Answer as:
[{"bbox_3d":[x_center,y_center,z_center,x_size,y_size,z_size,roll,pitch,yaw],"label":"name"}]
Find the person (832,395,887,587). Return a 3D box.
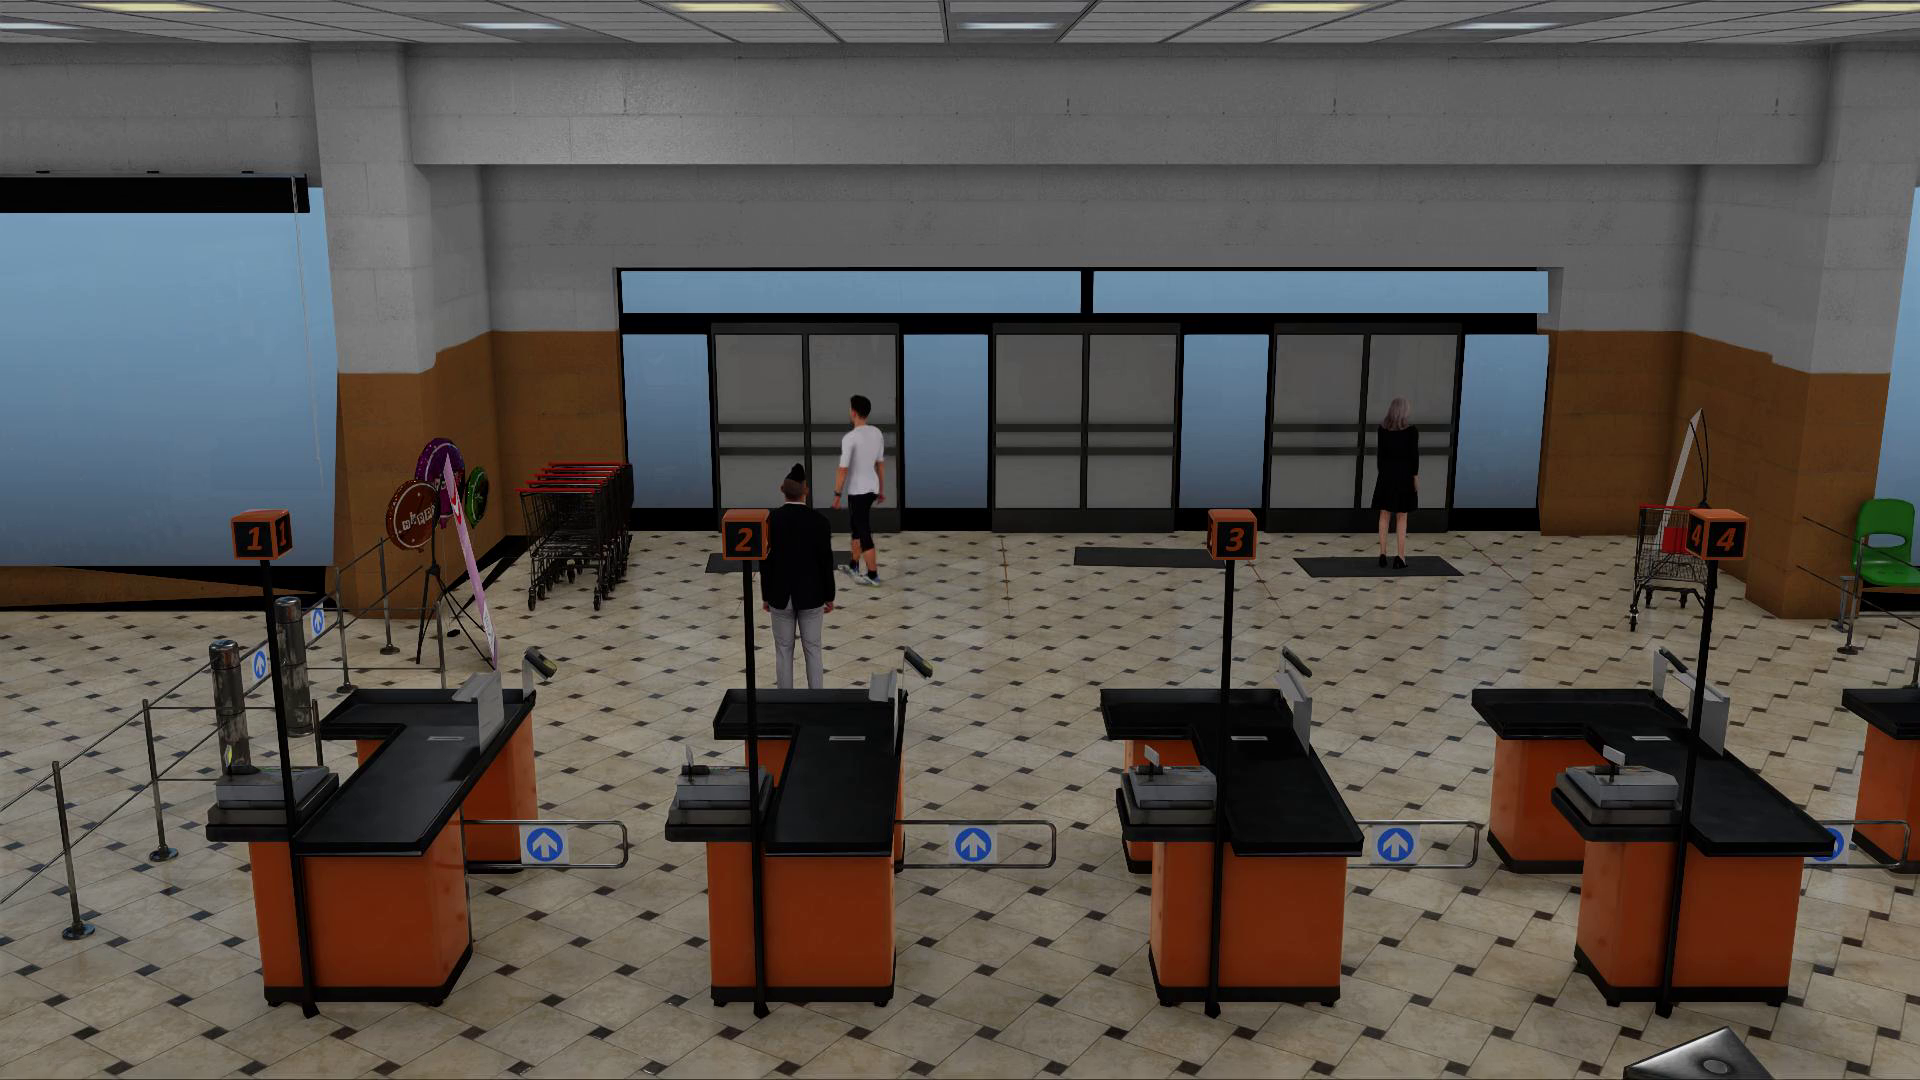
[{"bbox_3d":[-0.868,-0.450,15.905,1.014,1.835,0.972,10,17,37],"label":"person"}]

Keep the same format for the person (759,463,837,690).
[{"bbox_3d":[-1.201,0.379,12.242,0.696,1.950,0.560,0,14,0],"label":"person"}]

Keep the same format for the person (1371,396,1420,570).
[{"bbox_3d":[4.359,-0.576,16.614,0.702,1.746,0.726,8,16,30],"label":"person"}]
